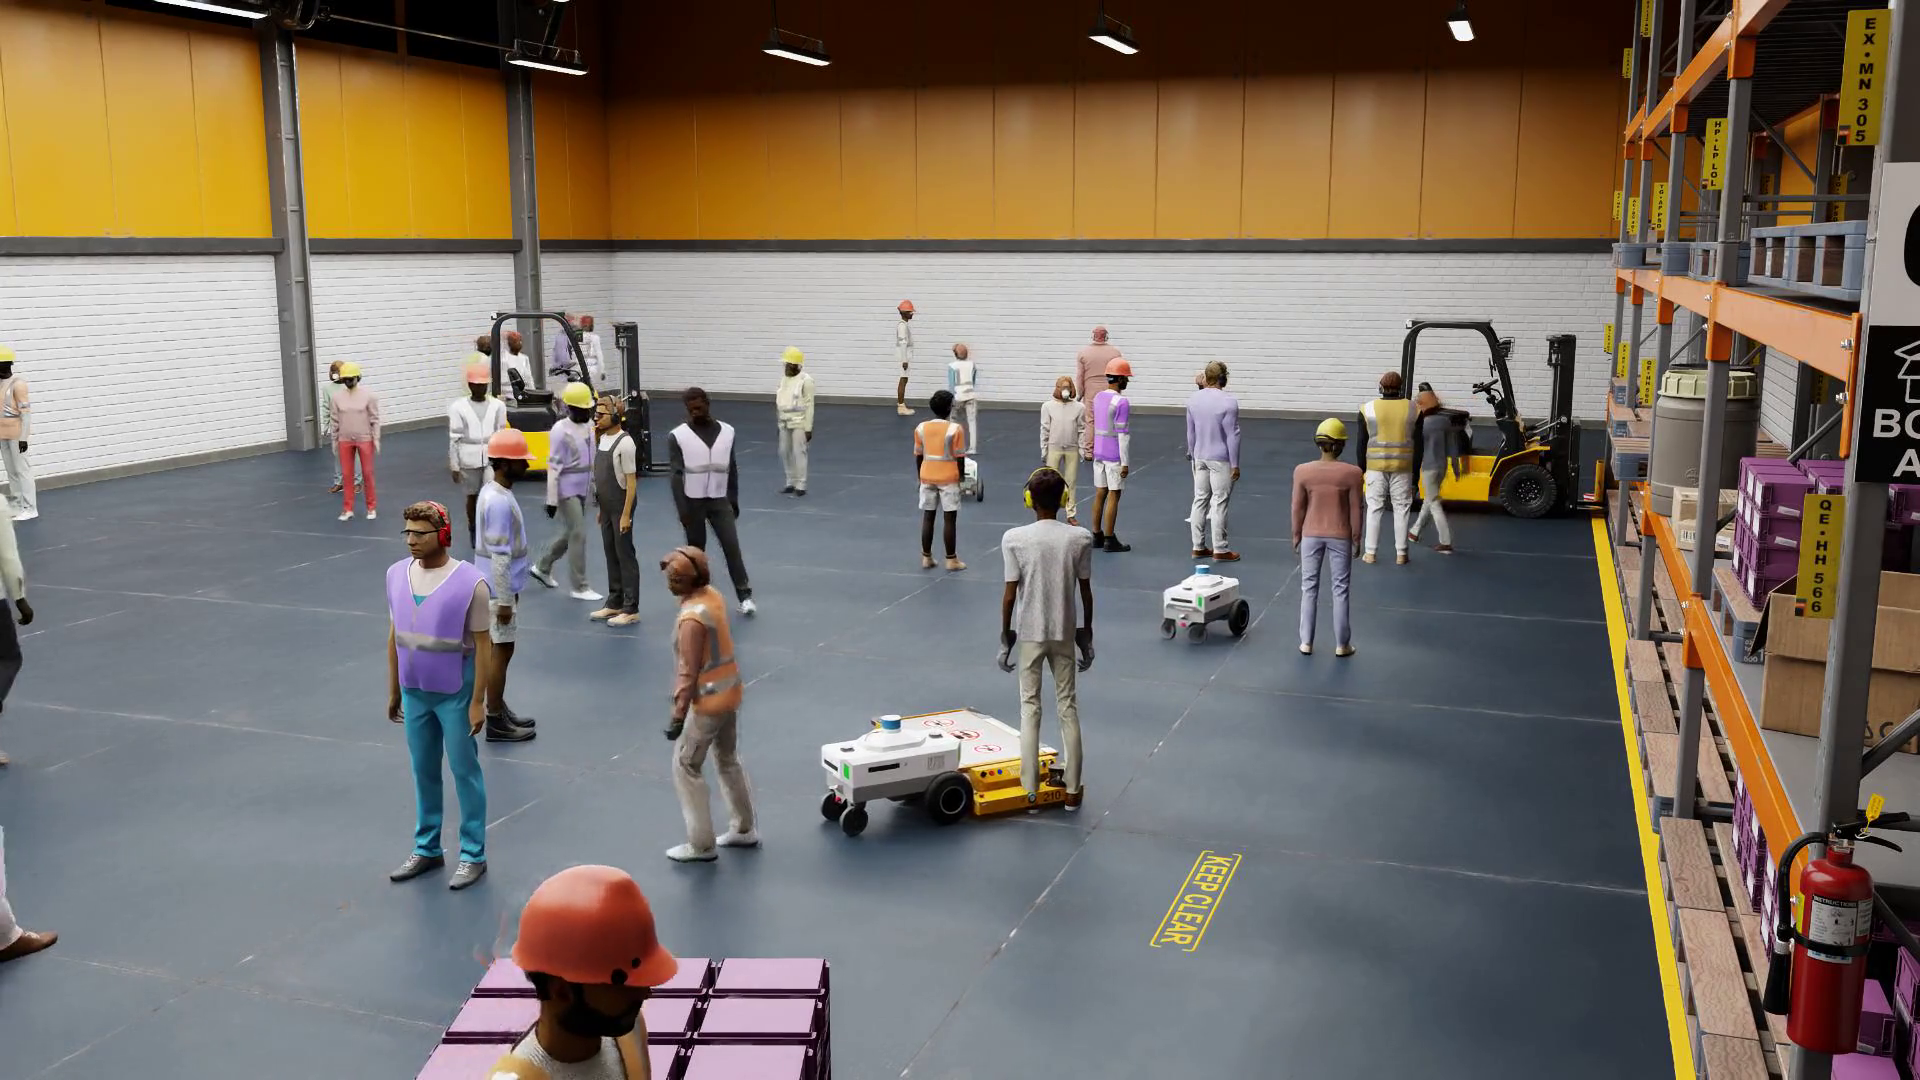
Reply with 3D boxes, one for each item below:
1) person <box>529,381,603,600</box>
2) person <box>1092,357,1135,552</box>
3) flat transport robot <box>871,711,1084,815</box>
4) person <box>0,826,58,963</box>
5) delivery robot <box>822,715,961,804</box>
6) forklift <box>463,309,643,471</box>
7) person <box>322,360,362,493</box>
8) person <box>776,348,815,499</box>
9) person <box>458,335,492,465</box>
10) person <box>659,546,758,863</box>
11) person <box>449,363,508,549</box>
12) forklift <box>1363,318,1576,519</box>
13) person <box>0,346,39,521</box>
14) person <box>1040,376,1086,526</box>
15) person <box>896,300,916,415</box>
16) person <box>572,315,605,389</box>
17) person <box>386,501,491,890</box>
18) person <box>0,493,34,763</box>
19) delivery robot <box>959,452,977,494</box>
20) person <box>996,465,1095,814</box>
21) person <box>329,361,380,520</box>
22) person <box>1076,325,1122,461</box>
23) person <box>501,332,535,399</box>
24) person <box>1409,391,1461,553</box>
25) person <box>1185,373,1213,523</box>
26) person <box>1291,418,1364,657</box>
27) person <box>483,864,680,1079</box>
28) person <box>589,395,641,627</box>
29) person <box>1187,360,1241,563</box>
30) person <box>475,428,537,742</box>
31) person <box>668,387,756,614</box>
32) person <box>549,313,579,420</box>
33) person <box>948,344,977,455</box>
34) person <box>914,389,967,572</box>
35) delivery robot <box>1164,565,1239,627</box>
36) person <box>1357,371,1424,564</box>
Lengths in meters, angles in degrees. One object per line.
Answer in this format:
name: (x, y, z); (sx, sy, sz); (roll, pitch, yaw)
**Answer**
person: (-3.416, -0.429, 14.273); (0.760, 1.893, 0.599); (2, 10, 13)
person: (1.530, -0.841, 16.492); (0.396, 1.929, 0.539); (-5, 11, -28)
flat transport robot: (0.055, 1.226, 9.500); (0.652, 0.197, 1.431); (-5, 11, -27)
person: (-4.267, 0.917, 6.734); (0.640, 1.876, 0.901); (5, 11, 26)
delivery robot: (-0.361, 1.167, 8.769); (0.707, 0.478, 0.477); (-5, 11, -27)
forklift: (-5.354, -1.902, 21.697); (2.313, 2.155, 1.214); (-2, 10, -13)
person: (-7.547, -1.383, 20.355); (0.507, 1.631, 0.275); (1, 10, 4)
person: (-1.983, -1.399, 19.985); (0.483, 1.809, 0.660); (-10, 14, -44)
person: (-6.607, -1.895, 22.743); (0.754, 1.817, 0.637); (-5, 11, -25)
person: (-1.236, 0.803, 8.104); (0.462, 1.610, 0.542); (1, 10, 3)
person: (-4.709, -0.789, 16.288); (0.564, 1.901, 0.985); (-4, 11, -24)
forklift: (5.787, -1.437, 19.079); (2.313, 2.155, 1.214); (3, 11, 19)
person: (-10.468, -1.172, 18.337); (0.594, 1.926, 0.367); (7, 12, 34)
person: (1.111, -0.955, 17.938); (0.500, 1.636, 0.285); (-1, 10, -7)
person: (-0.961, -3.255, 29.742); (0.382, 2.041, 0.616); (0, 10, -2)
person: (-6.375, -2.906, 28.362); (0.591, 1.845, 0.969); (6, 12, 31)
person: (-2.464, 0.722, 7.901); (0.567, 1.846, 0.389); (4, 11, 20)
person: (-5.767, 0.355, 9.626); (0.705, 1.974, 0.481); (-1, 10, -6)
delivery robot: (0.034, -0.804, 19.865); (0.477, 0.478, 0.707); (0, 10, 1)
person: (0.459, 0.535, 8.902); (0.534, 1.864, 0.310); (-2, 10, -9)
person: (-6.675, -1.091, 18.347); (0.533, 1.765, 0.330); (-1, 10, -6)
person: (1.957, -2.056, 23.379); (0.644, 1.907, 0.400); (1, 10, 6)
person: (-6.112, -1.955, 23.012); (0.892, 1.840, 0.589); (5, 11, 26)
person: (4.658, -0.691, 16.562); (0.557, 1.580, 0.837); (-5, 11, -27)
person: (2.681, -0.995, 18.154); (0.522, 1.640, 0.306); (-8, 13, -38)
person: (2.708, -0.015, 12.284); (0.526, 1.765, 0.329); (4, 11, 21)
person: (-0.813, 1.523, 3.247); (0.854, 1.904, 0.537); (2, 10, 11)
person: (-2.761, -0.235, 13.294); (0.346, 1.846, 0.506); (-8, 13, -38)
person: (2.442, -0.753, 15.949); (0.372, 1.940, 0.631); (-8, 13, -38)
person: (-2.769, 0.277, 10.201); (0.402, 1.929, 0.543); (-3, 11, -17)
person: (-2.008, -0.292, 13.533); (0.625, 1.874, 0.753); (-7, 12, -33)
person: (-6.825, -3.047, 29.121); (0.648, 1.859, 1.005); (7, 12, 36)
person: (-0.002, -2.055, 24.245); (0.522, 1.593, 0.867); (-5, 11, -28)
person: (-0.173, -0.550, 15.486); (0.540, 1.695, 0.317); (6, 12, 29)
delivery robot: (1.873, 0.439, 12.869); (0.477, 0.478, 0.707); (7, 12, 34)
person: (4.084, -0.684, 15.839); (0.627, 1.843, 0.429); (2, 10, 10)
